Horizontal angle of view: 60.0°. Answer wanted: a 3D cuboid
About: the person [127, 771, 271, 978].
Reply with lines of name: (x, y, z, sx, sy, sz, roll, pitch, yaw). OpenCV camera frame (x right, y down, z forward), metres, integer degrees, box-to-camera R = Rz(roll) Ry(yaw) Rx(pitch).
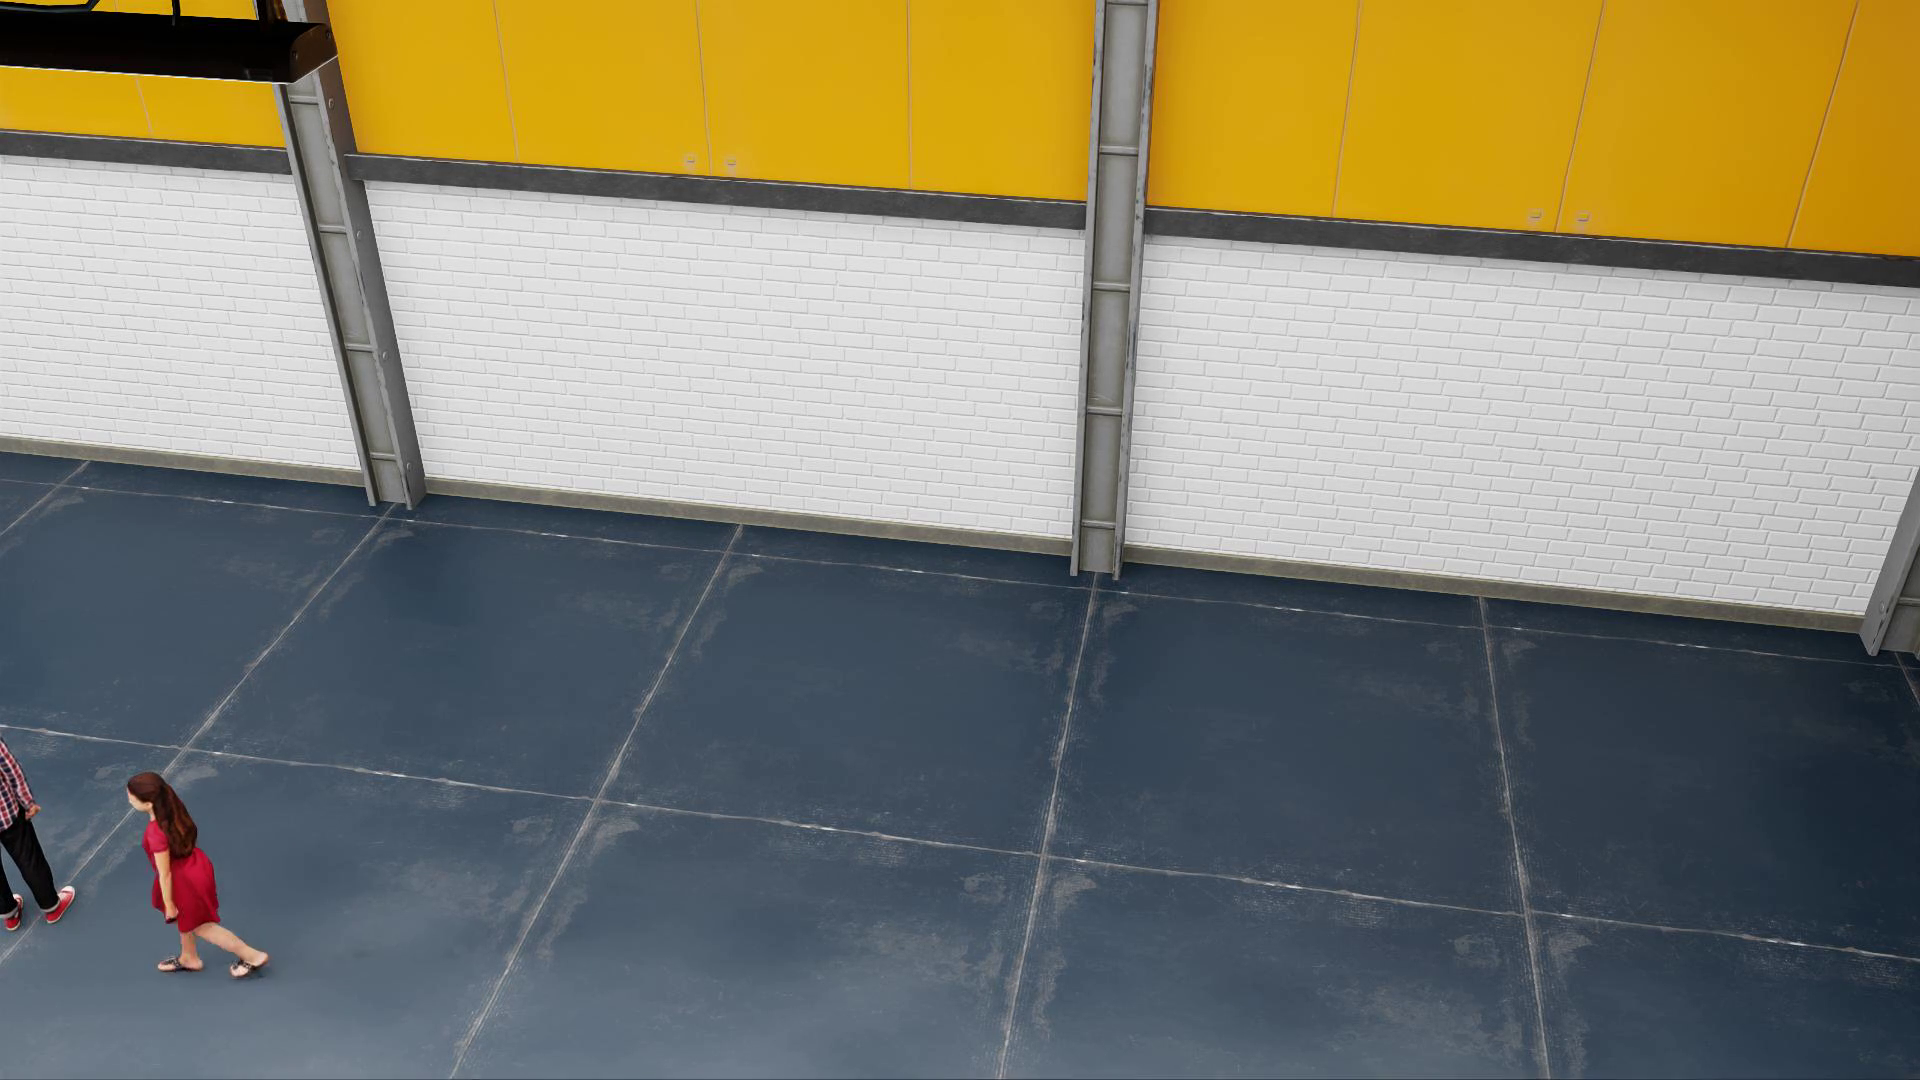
person: (-4.334, 1.921, 9.423, 0.958, 1.536, 0.705, -4, 34, -5)

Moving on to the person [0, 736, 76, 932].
person: (-5.696, 1.578, 9.736, 0.678, 1.761, 0.834, -7, 34, -11)
